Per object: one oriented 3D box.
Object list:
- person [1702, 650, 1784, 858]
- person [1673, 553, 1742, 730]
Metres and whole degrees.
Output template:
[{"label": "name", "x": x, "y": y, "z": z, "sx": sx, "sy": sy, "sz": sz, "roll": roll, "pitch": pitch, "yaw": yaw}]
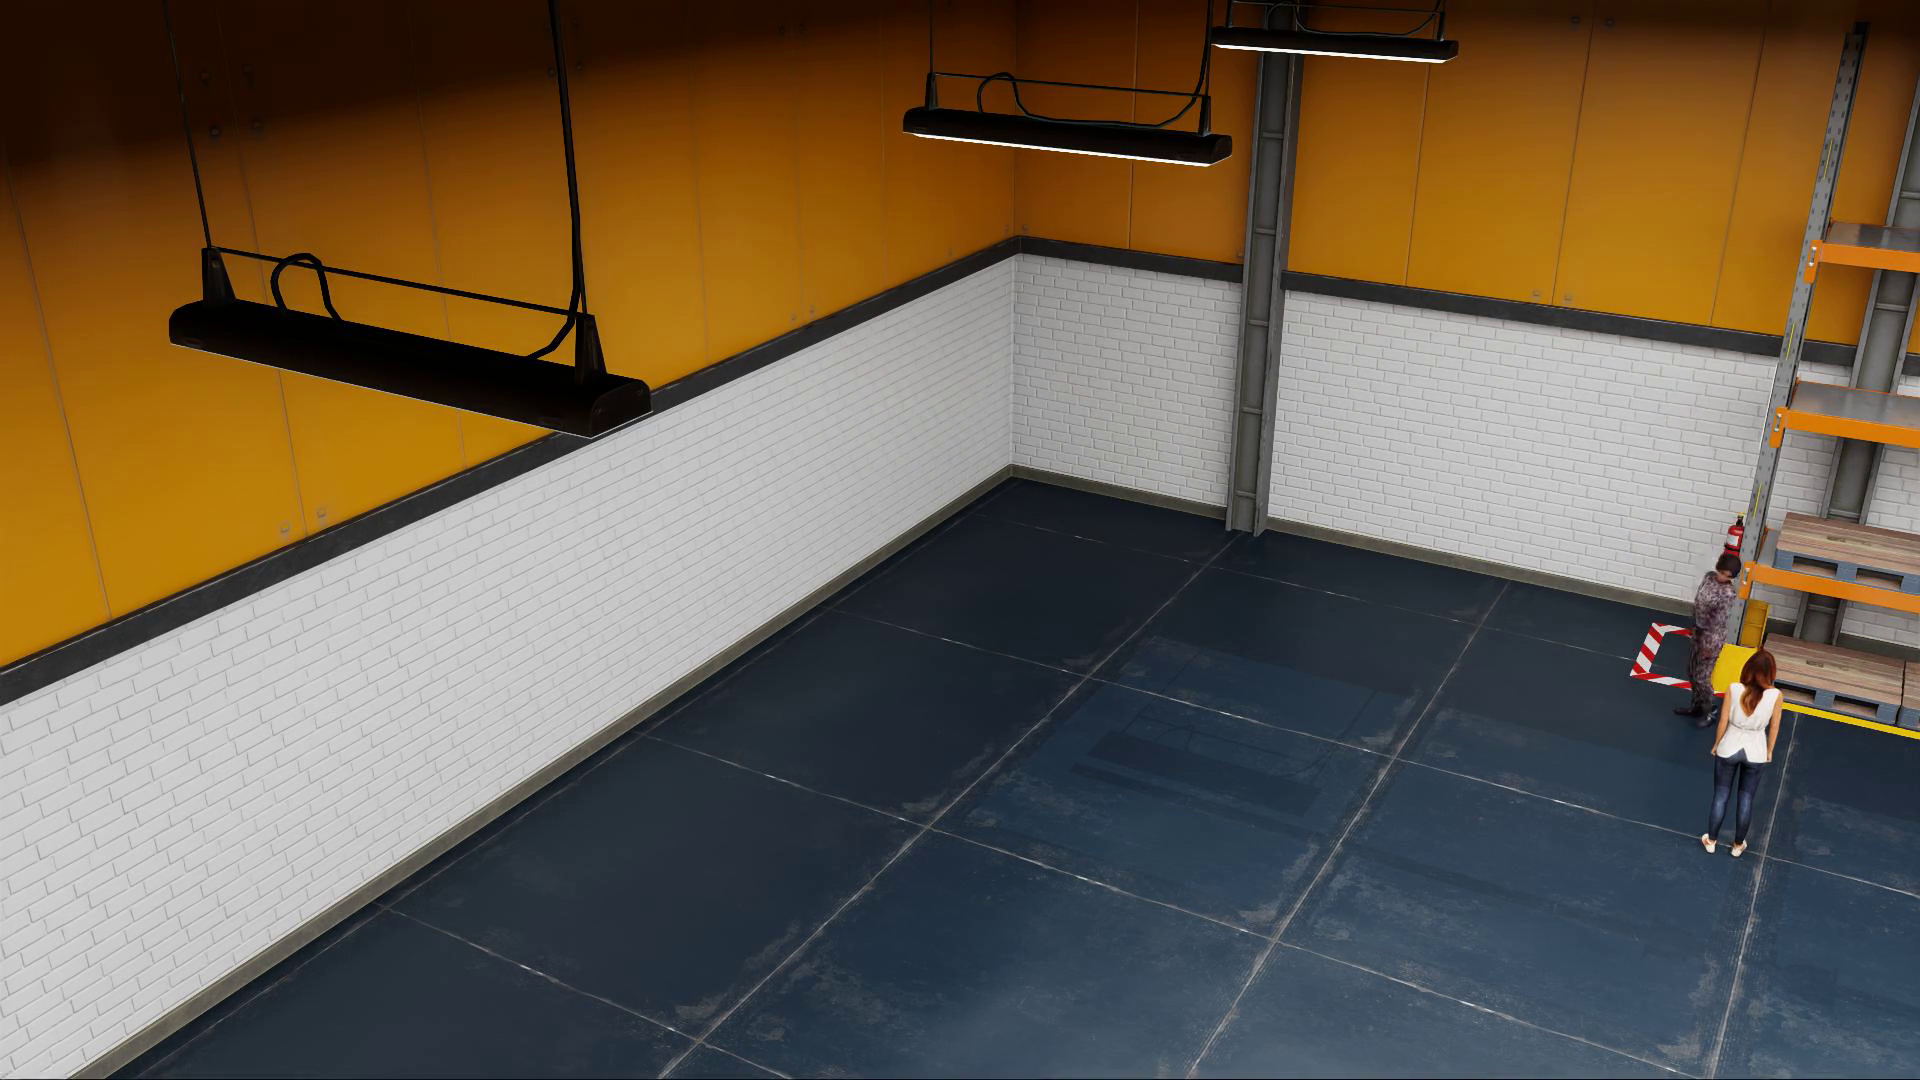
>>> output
[{"label": "person", "x": 6.118, "y": 1.689, "z": 13.010, "sx": 0.501, "sy": 1.747, "sz": 0.669, "roll": 9, "pitch": 25, "yaw": 20}, {"label": "person", "x": 6.711, "y": 0.865, "z": 14.967, "sx": 0.728, "sy": 1.689, "sz": 0.710, "roll": 6, "pitch": 24, "yaw": 14}]
